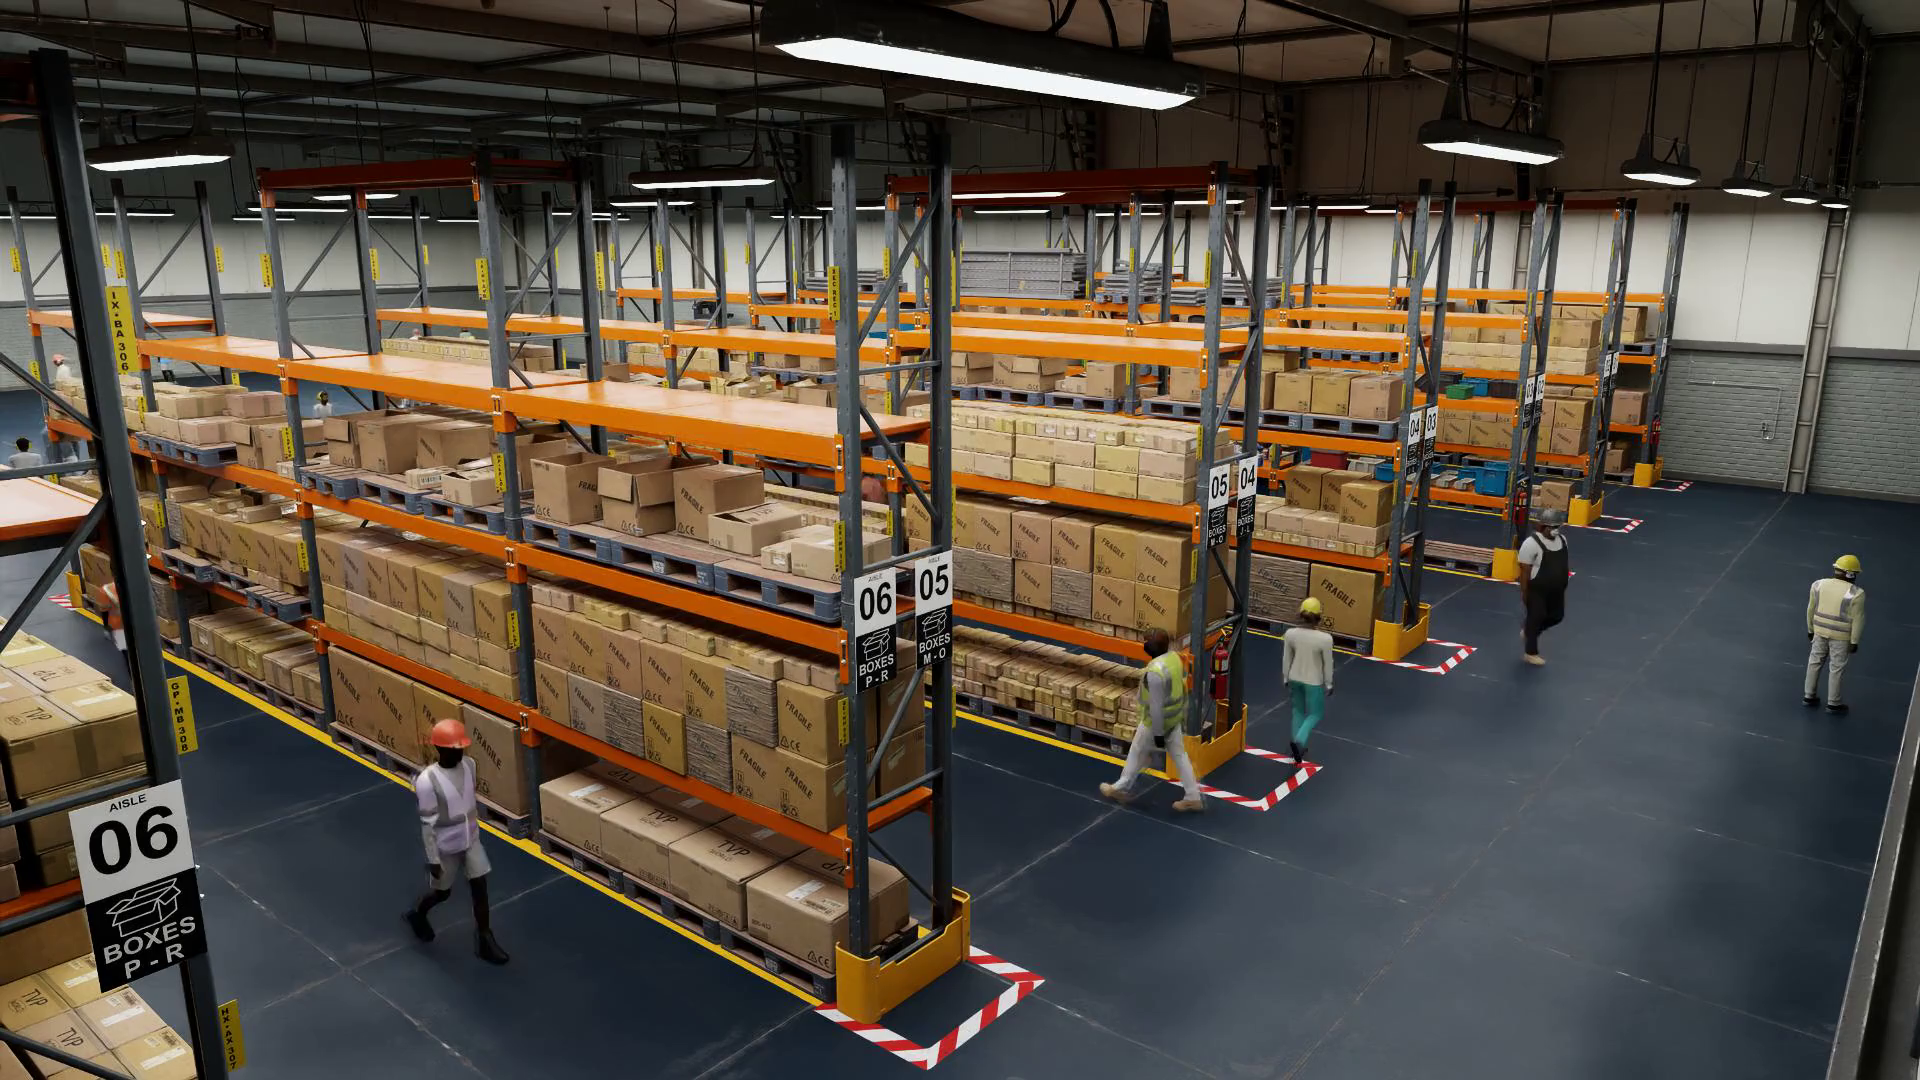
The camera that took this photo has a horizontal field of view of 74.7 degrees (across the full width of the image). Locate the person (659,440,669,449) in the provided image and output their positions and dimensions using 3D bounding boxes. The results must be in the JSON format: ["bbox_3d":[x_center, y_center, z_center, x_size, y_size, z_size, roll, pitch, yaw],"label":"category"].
[{"bbox_3d":[-5.313,-1.127,23.306,0.638,1.891,0.983,-12,18,-40],"label":"person"}]

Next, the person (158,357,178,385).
[{"bbox_3d":[-28.623,-6.385,45.433,0.370,1.667,0.593,4,14,17],"label":"person"}]

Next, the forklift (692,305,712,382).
[{"bbox_3d":[-9.511,-7.392,47.124,1.873,2.768,1.129,11,17,38],"label":"forklift"}]

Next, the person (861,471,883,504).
[{"bbox_3d":[-1.544,-0.305,19.808,0.922,1.950,0.627,7,15,26],"label":"person"}]

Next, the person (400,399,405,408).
[{"bbox_3d":[-17.587,-4.835,39.144,0.688,1.614,0.525,6,15,23],"label":"person"}]

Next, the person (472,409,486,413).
[{"bbox_3d":[-12.746,-3.578,33.134,0.633,2.020,0.444,-11,17,-38],"label":"person"}]

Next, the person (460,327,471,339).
[{"bbox_3d":[-20.641,-8.124,52.641,0.504,1.632,0.269,-12,18,-42],"label":"person"}]

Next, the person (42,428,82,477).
[{"bbox_3d":[-18.032,-1.638,25.358,0.458,1.922,0.639,10,17,34],"label":"person"}]

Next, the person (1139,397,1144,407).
[{"bbox_3d":[3.851,-2.174,27.556,0.623,1.926,0.631,8,16,29],"label":"person"}]

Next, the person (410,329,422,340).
[{"bbox_3d":[-20.362,-6.975,47.350,0.646,1.905,0.405,-11,17,-37],"label":"person"}]

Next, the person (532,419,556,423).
[{"bbox_3d":[-9.984,-2.811,30.357,0.631,1.843,0.429,-7,15,-25],"label":"person"}]

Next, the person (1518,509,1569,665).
[{"bbox_3d":[7.422,0.593,16.028,0.696,2.000,0.592,-5,15,-21],"label":"person"}]

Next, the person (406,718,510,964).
[{"bbox_3d":[-3.848,2.233,9.473,0.873,1.915,0.552,7,15,27],"label":"person"}]

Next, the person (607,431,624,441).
[{"bbox_3d":[-7.755,-2.113,27.959,0.542,1.606,0.648,-1,14,-2],"label":"person"}]

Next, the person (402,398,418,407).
[{"bbox_3d":[-15.656,-4.209,35.904,0.552,1.937,0.356,-5,14,-19],"label":"person"}]

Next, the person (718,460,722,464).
[{"bbox_3d":[-5.563,-2.653,29.656,0.315,1.865,0.526,10,17,35],"label":"person"}]

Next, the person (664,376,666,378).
[{"bbox_3d":[-8.639,-4.265,36.590,0.699,1.718,0.507,6,15,22],"label":"person"}]

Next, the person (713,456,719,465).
[{"bbox_3d":[-4.021,-0.432,20.488,0.356,1.881,0.575,9,16,33],"label":"person"}]

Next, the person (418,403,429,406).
[{"bbox_3d":[-15.460,-4.255,36.071,0.605,1.949,0.400,-3,14,-13],"label":"person"}]

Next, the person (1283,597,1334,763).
[{"bbox_3d":[3.558,1.452,12.998,0.541,1.749,0.565,11,18,39],"label":"person"}]

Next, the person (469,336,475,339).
[{"bbox_3d":[-18.033,-6.648,46.377,0.849,1.737,0.523,7,15,27],"label":"person"}]

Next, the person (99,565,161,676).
[{"bbox_3d":[-9.789,1.035,14.909,0.856,1.646,0.556,11,18,39],"label":"person"}]

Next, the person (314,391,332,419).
[{"bbox_3d":[-14.644,-2.528,29.206,0.850,1.838,0.511,7,15,26],"label":"person"}]

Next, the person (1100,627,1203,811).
[{"bbox_3d":[1.890,1.695,11.961,1.007,1.788,0.614,9,16,33],"label":"person"}]

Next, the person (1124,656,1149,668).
[{"bbox_3d":[2.016,0.909,14.799,0.913,1.950,0.631,9,16,33],"label":"person"}]

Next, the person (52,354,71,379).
[{"bbox_3d":[-26.131,-4.461,36.890,0.648,1.966,0.688,12,18,41],"label":"person"}]

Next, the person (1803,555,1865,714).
[{"bbox_3d":[10.036,1.063,14.454,0.404,1.824,0.591,-6,15,-23],"label":"person"}]

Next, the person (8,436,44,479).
[{"bbox_3d":[-16.854,-0.957,22.785,0.534,1.826,0.971,-8,16,-30],"label":"person"}]
